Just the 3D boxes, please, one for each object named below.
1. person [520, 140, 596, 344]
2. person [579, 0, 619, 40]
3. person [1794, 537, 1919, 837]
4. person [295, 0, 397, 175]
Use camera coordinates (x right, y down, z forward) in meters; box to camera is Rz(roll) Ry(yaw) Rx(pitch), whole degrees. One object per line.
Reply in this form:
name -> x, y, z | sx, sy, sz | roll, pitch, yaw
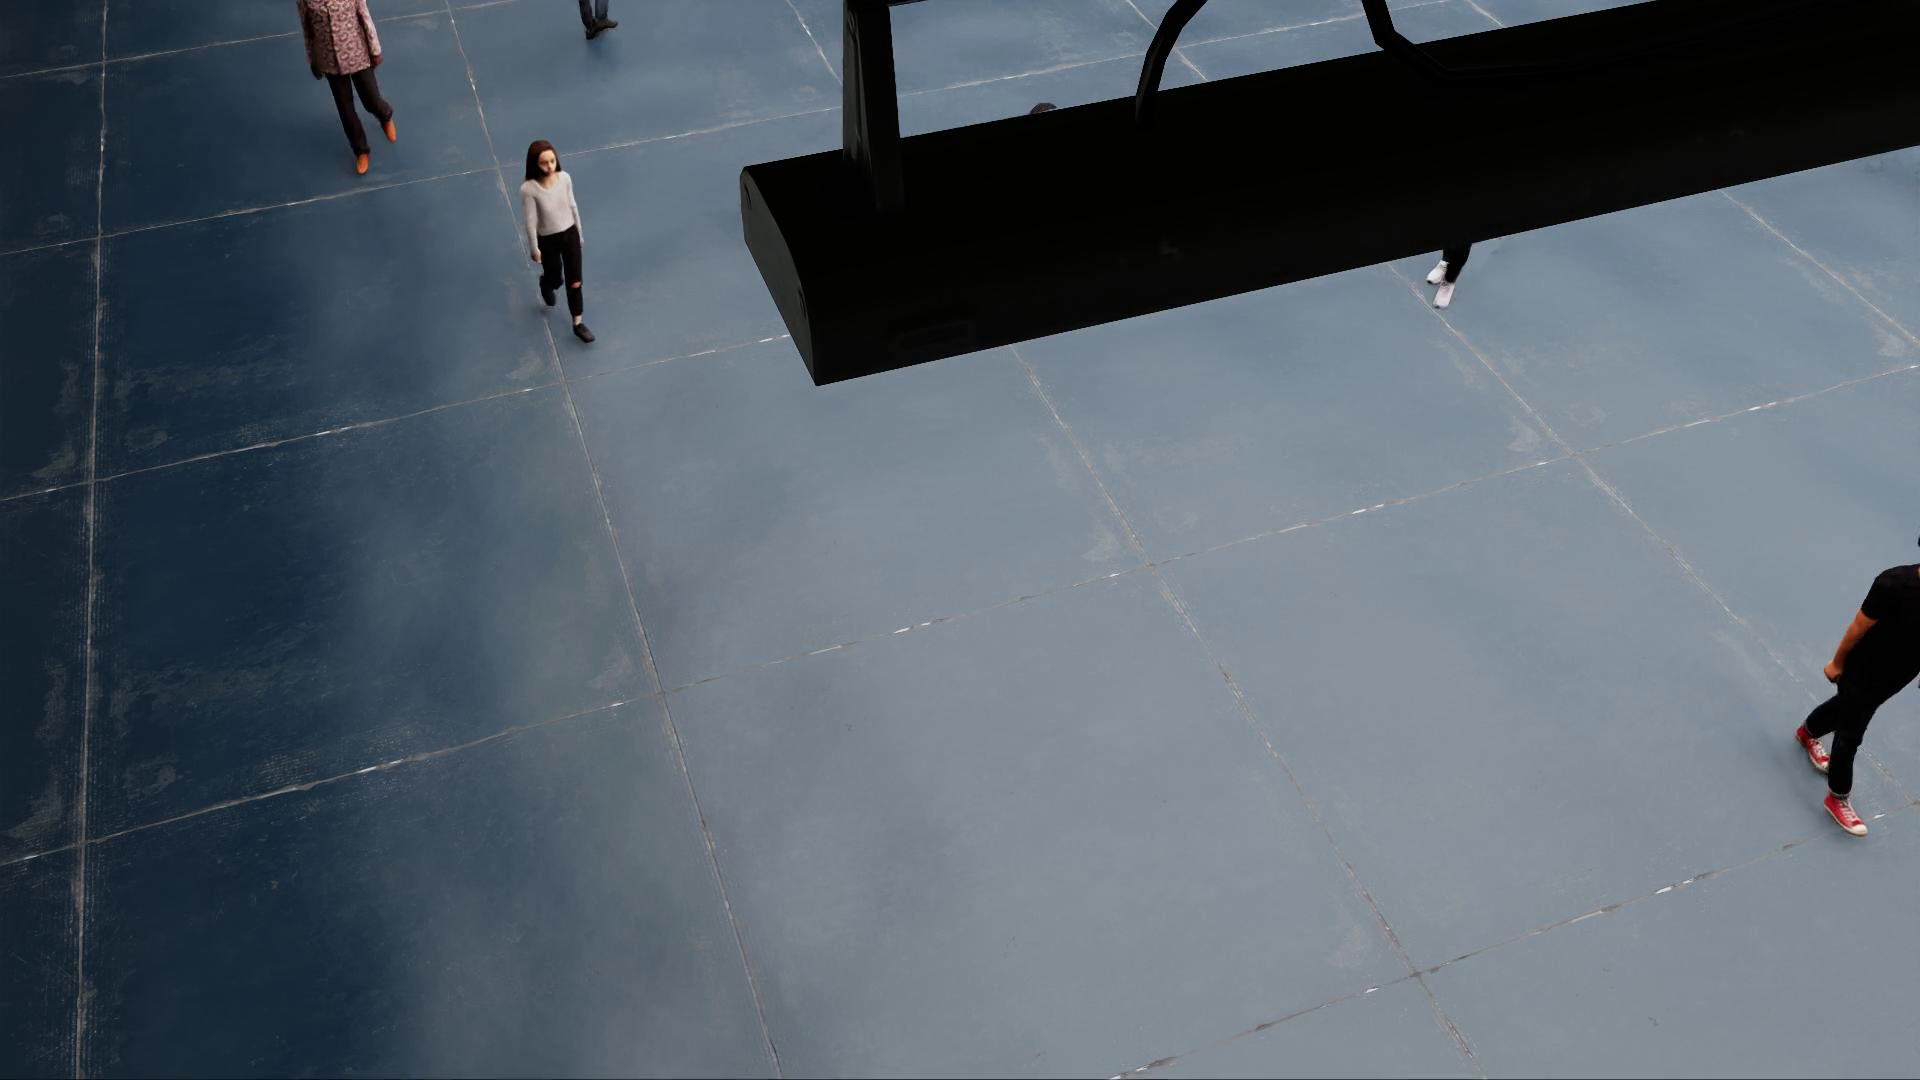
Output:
person -> -2.767, -2.058, 11.277 | 0.727, 1.472, 0.932 | -30, 51, -28
person -> -3.321, -5.181, 14.401 | 0.746, 1.773, 0.827 | 22, 47, 22
person -> 4.544, 0.568, 8.273 | 0.730, 1.733, 0.999 | -8, 44, -8
person -> -4.765, -3.779, 12.888 | 0.792, 1.790, 0.929 | -6, 43, -7
